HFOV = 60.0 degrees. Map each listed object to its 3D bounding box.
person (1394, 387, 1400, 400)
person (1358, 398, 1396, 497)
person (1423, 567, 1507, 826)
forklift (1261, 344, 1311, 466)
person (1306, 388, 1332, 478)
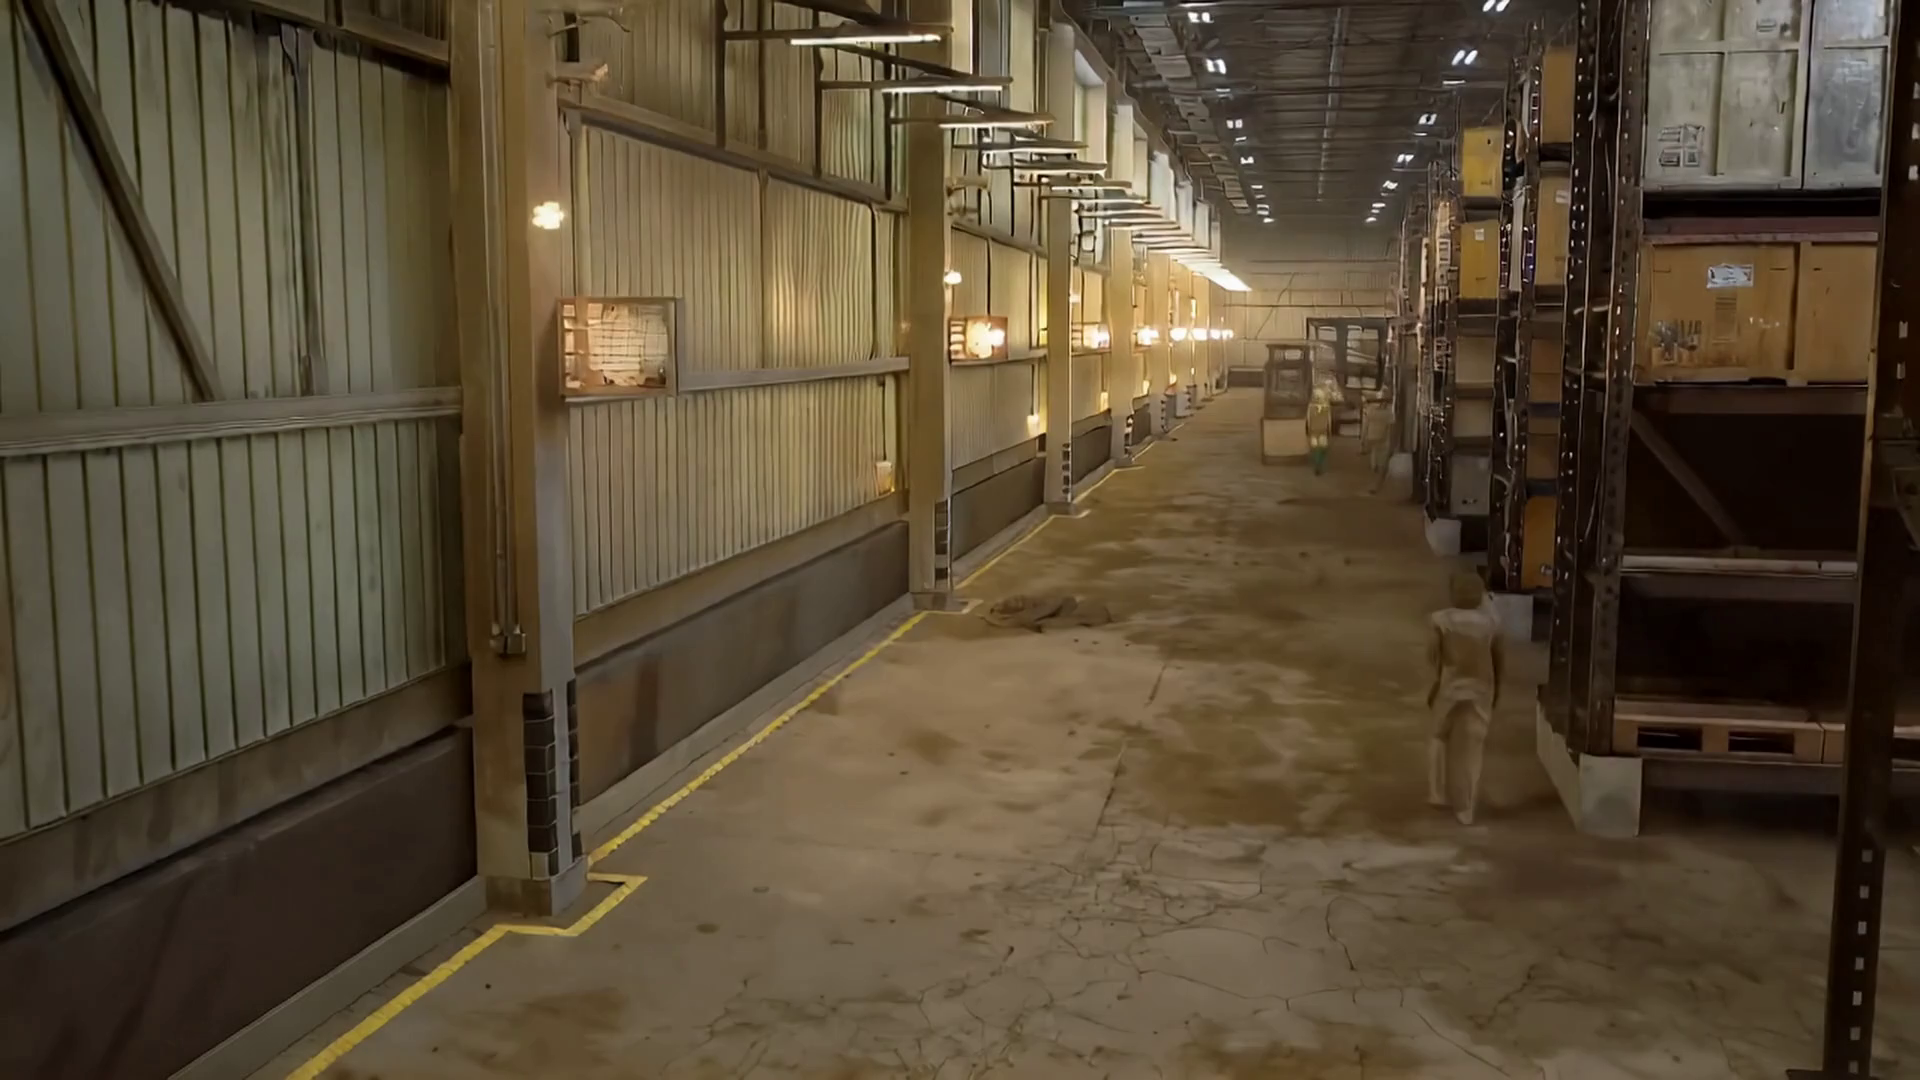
[{"bbox_3d":[12.369,-3.596,46.769,0.387,1.730,0.495,-4,8,-28],"label":"person"},{"bbox_3d":[7.859,-1.743,31.347,0.682,1.866,0.873,2,7,15],"label":"person"},{"bbox_3d":[3.203,0.971,10.617,0.536,1.610,0.679,1,7,5],"label":"person"},{"bbox_3d":[7.612,-3.161,38.694,1.129,2.768,1.873,1,7,11],"label":"forklift"},{"bbox_3d":[7.687,-2.307,35.705,0.553,1.914,0.788,0,7,-1],"label":"person"}]
